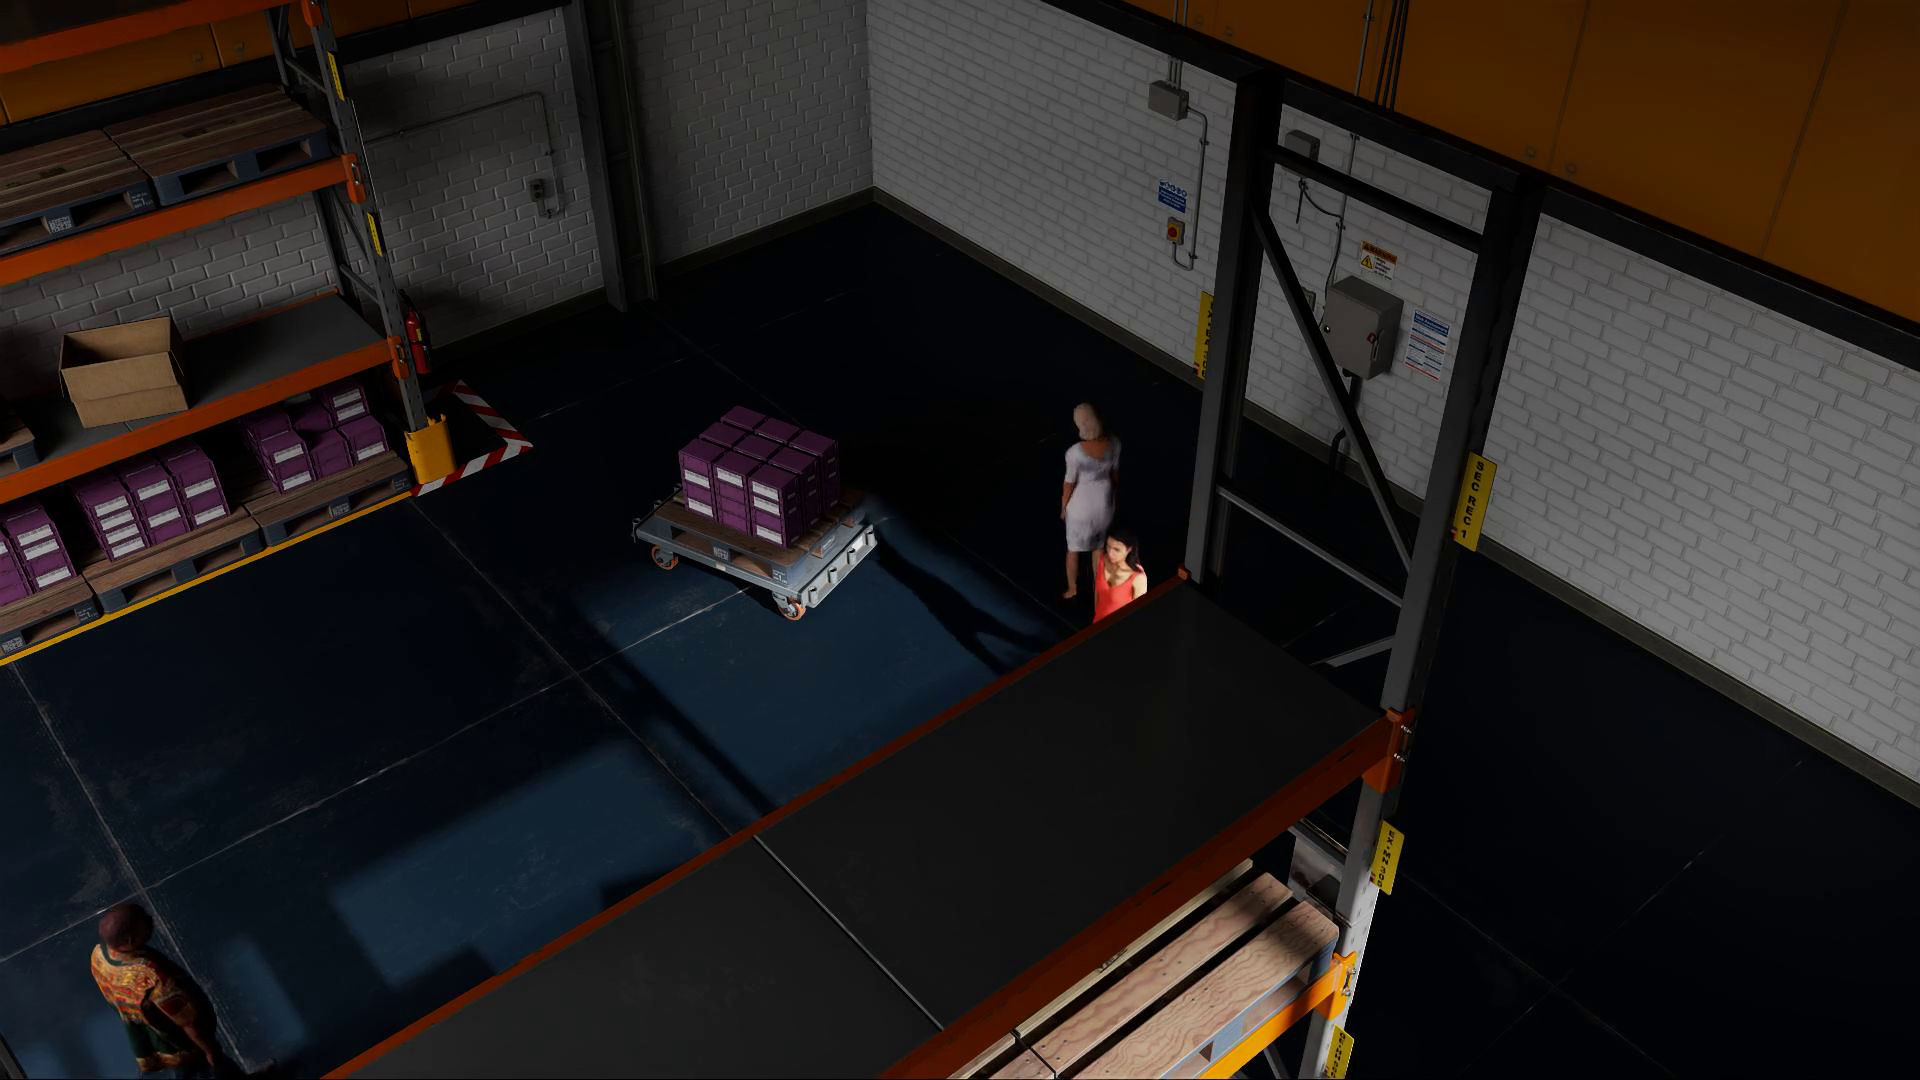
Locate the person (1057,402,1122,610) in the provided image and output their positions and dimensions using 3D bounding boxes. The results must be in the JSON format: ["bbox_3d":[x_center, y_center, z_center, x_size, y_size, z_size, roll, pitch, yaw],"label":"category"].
[{"bbox_3d":[0.928,-0.259,11.754,0.567,1.743,0.703,-5,39,-6],"label":"person"}]

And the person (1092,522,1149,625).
[{"bbox_3d":[1.079,0.575,10.764,0.738,1.675,1.199,27,46,30],"label":"person"}]

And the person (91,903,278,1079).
[{"bbox_3d":[-3.974,2.489,8.279,0.880,1.787,1.109,23,44,26],"label":"person"}]
